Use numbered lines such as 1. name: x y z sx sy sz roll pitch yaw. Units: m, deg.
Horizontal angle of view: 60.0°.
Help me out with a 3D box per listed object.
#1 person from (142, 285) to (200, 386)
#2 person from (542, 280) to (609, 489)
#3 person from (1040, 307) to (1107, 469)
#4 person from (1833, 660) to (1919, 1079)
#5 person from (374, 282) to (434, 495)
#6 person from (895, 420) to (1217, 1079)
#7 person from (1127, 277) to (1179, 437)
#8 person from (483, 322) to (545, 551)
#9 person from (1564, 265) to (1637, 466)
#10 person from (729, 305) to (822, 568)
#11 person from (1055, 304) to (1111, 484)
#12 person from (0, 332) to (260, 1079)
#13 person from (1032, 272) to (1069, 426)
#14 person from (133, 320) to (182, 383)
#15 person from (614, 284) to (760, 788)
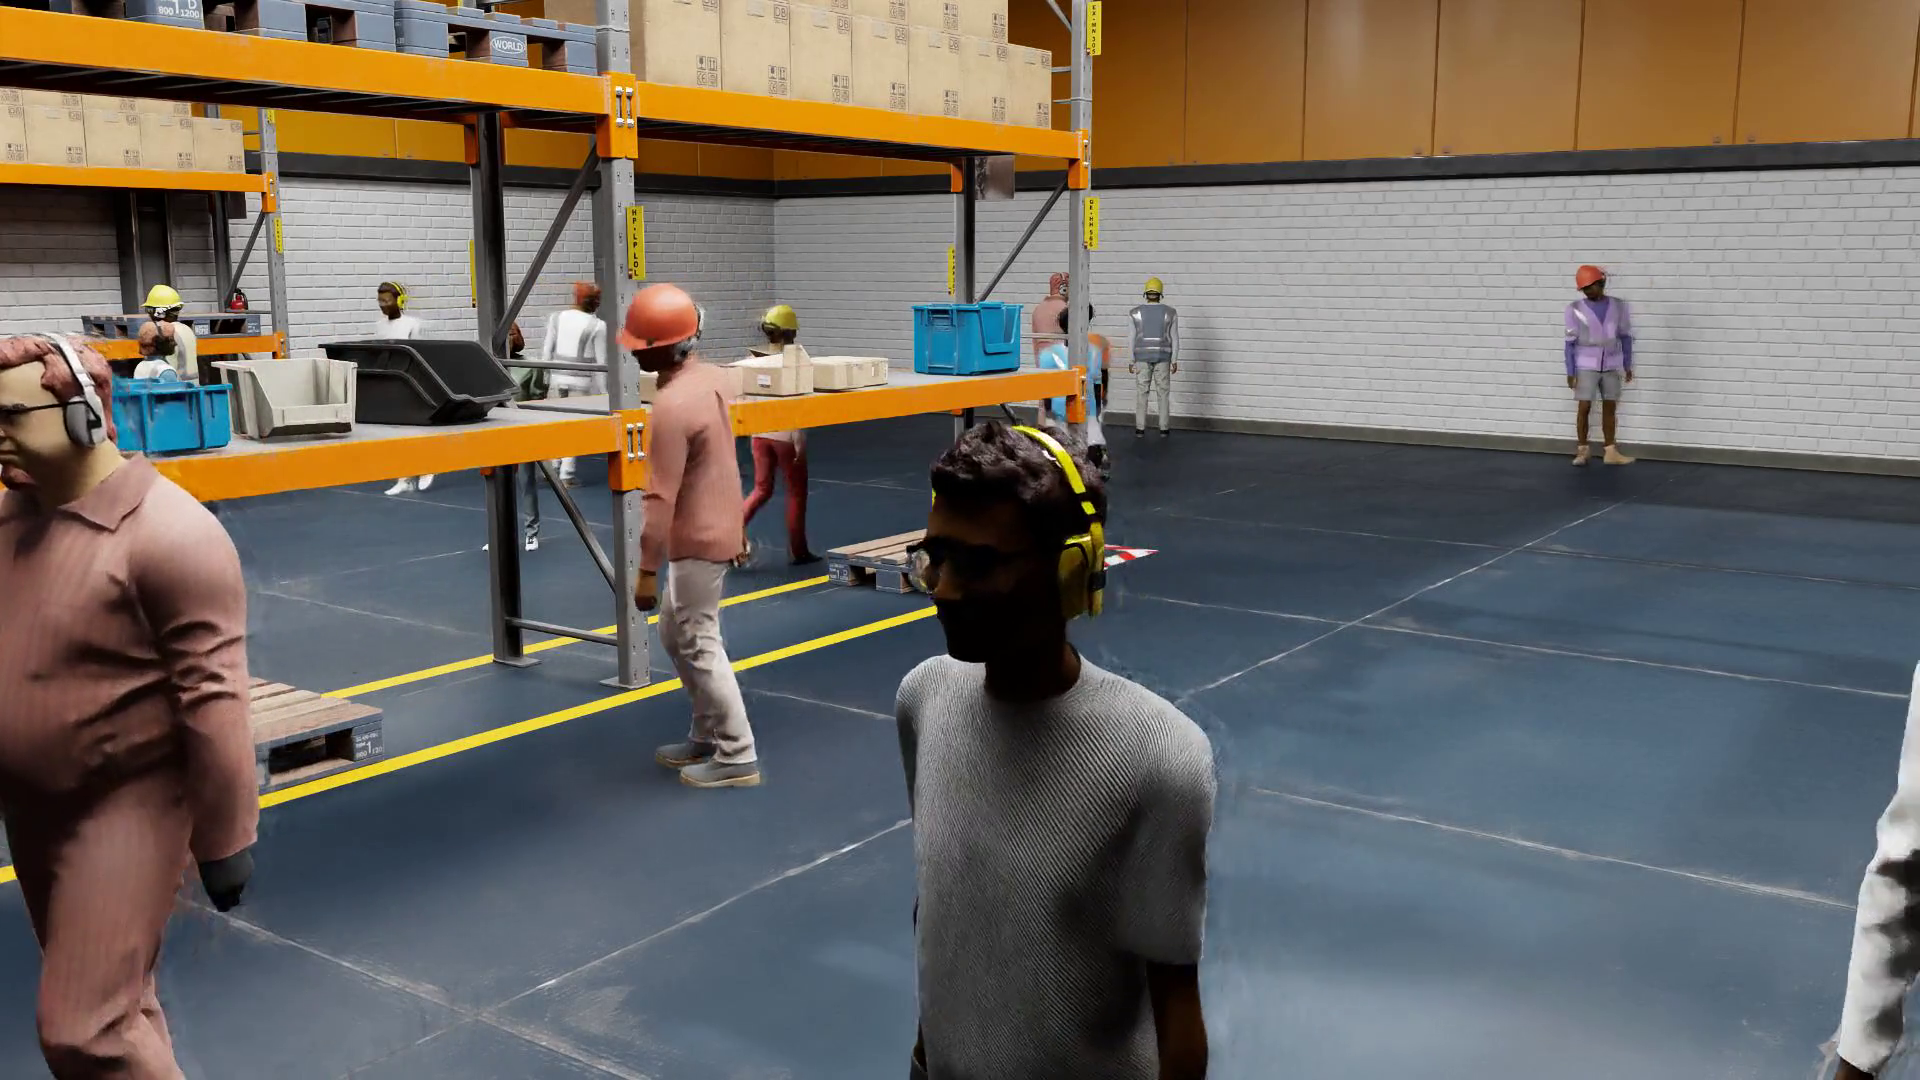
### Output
1. person: -6.192 -1.076 13.061 0.403 1.834 0.589 -1 10 -7
2. person: -3.422 -1.373 14.795 0.678 1.849 0.446 5 11 26
3. person: 0.866 -0.940 12.673 0.557 1.682 0.396 -4 10 -23
4. person: 1.463 0.739 2.197 0.866 1.848 0.602 -7 12 -36
5. person: -4.862 -1.307 14.397 0.506 1.848 0.413 5 11 28
6. person: 0.016 0.782 1.993 0.554 1.830 0.913 8 12 40
7. person: 2.216 -2.088 19.095 0.590 1.833 0.404 1 10 6
8. person: -3.141 -0.732 11.607 0.500 1.633 0.279 0 10 0
9. person: 6.346 -1.693 16.329 0.833 1.992 0.379 0 10 0
10. person: -1.243 -0.663 10.897 0.528 1.746 0.736 7 12 36
11. person: 1.101 -1.286 14.778 0.538 1.683 0.612 -3 10 -18
12. person: -1.709 0.544 3.248 0.647 1.887 0.442 6 11 31
13. person: 1.011 -1.752 16.872 0.403 1.906 0.651 -6 11 -32
14. person: -5.174 -0.602 10.817 0.514 1.641 0.309 9 13 41
15. person: -1.015 0.016 6.248 0.514 1.934 0.687 0 10 2
